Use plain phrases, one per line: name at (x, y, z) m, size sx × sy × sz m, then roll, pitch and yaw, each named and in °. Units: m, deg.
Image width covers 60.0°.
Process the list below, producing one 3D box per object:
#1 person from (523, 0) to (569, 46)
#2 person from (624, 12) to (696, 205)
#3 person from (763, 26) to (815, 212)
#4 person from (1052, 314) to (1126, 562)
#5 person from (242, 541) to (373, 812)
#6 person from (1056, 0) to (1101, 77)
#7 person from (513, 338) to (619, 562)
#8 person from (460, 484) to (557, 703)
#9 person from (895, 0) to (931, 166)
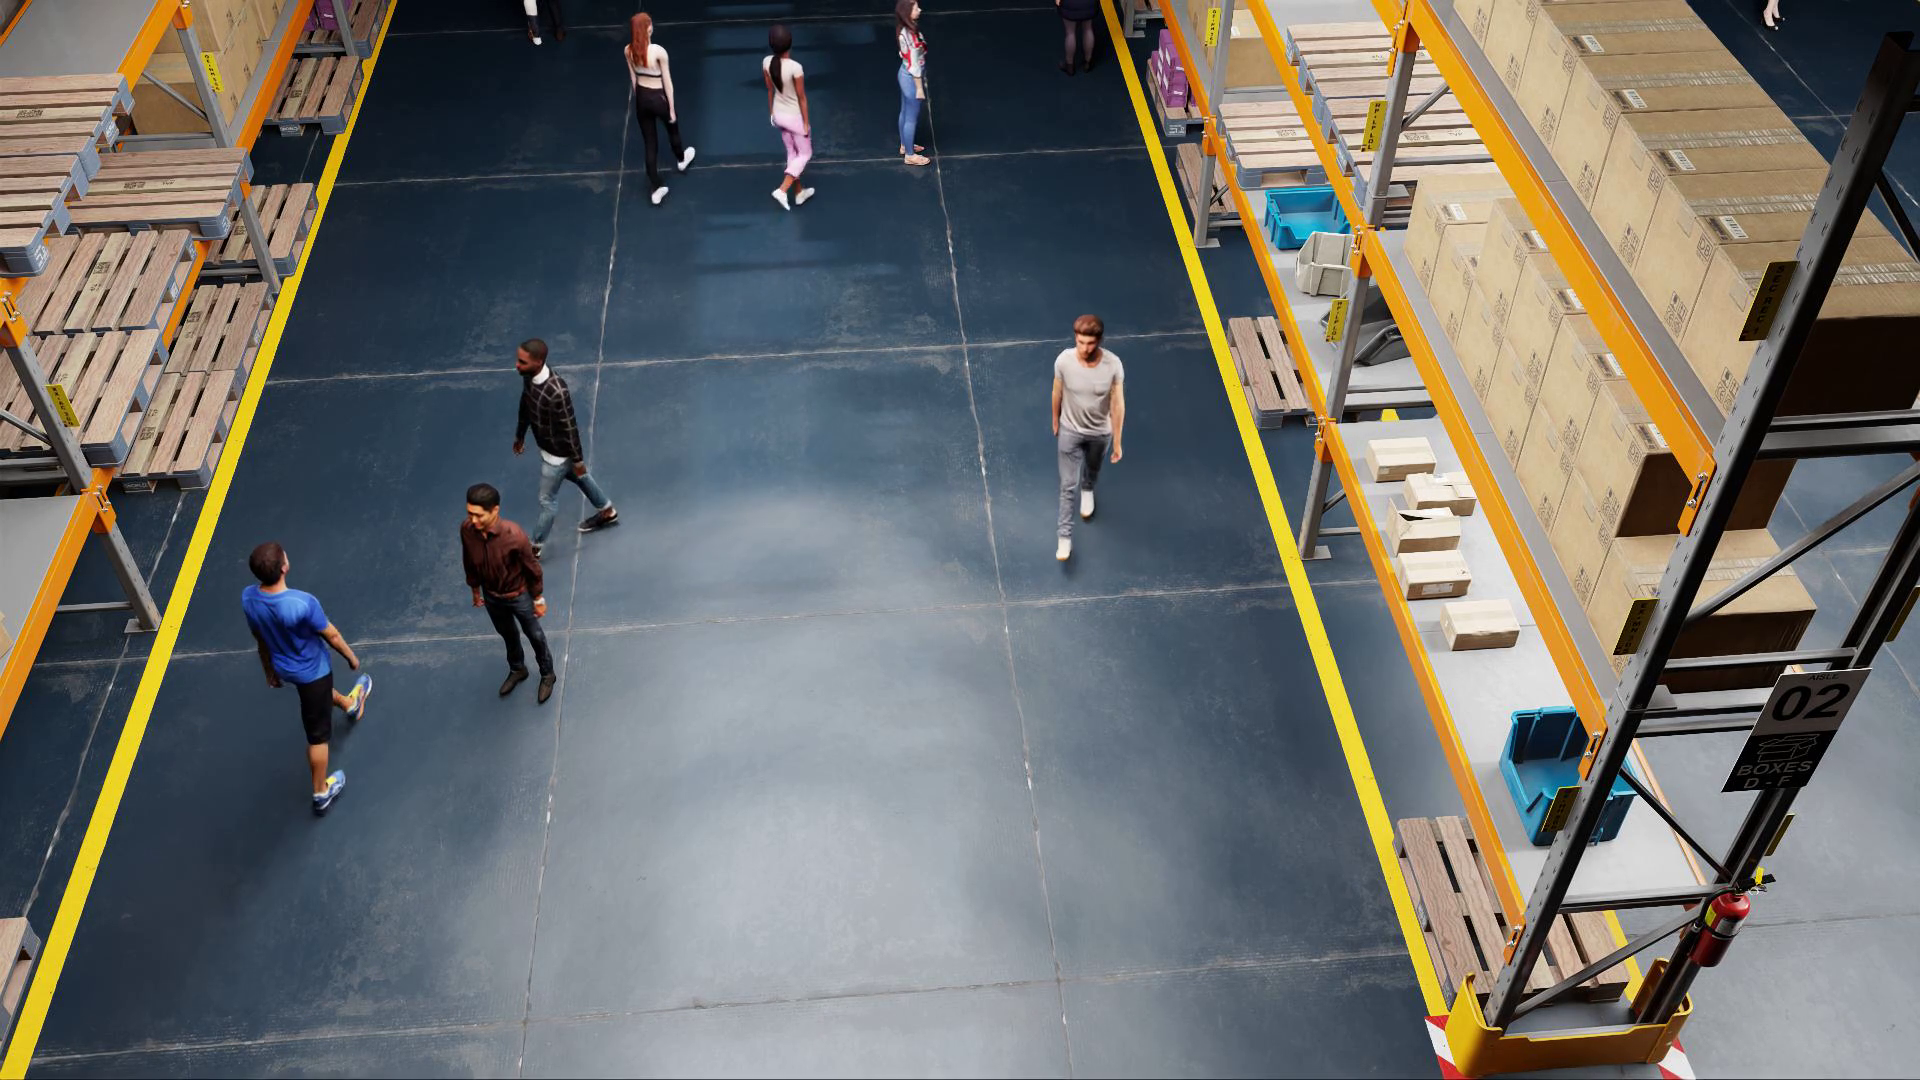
person at (-4.402, -6.032, 17.054) m, size 0.710 × 1.892 × 0.633 m, roll -10°, pitch 45°, yaw -10°
person at (-2.774, -3.815, 14.861) m, size 0.877 × 1.707 × 1.155 m, roll 12°, pitch 45°, yaw 12°
person at (-1.561, -3.673, 14.700) m, size 0.887 × 1.724 × 0.978 m, roll 27°, pitch 50°, yaw 26°
person at (0.901, -0.838, 11.634) m, size 0.789 × 1.848 × 1.197 m, roll 3°, pitch 44°, yaw 3°
person at (-3.936, 0.847, 9.892) m, size 0.869 × 1.811 × 1.298 m, roll 7°, pitch 44°, yaw 7°
person at (1.195, -5.454, 16.606) m, size 0.727 × 1.674 × 0.720 m, roll -12°, pitch 45°, yaw -13°
person at (-2.712, -0.685, 11.526) m, size 1.092 × 1.777 × 1.199 m, roll -24°, pitch 49°, yaw -23°
person at (-2.837, 0.322, 10.467) m, size 0.710 × 1.779 × 0.635 m, roll 10°, pitch 44°, yaw 10°
person at (-0.457, -4.268, 15.405) m, size 0.669 × 1.614 × 0.482 m, roll -8°, pitch 44°, yaw -8°
